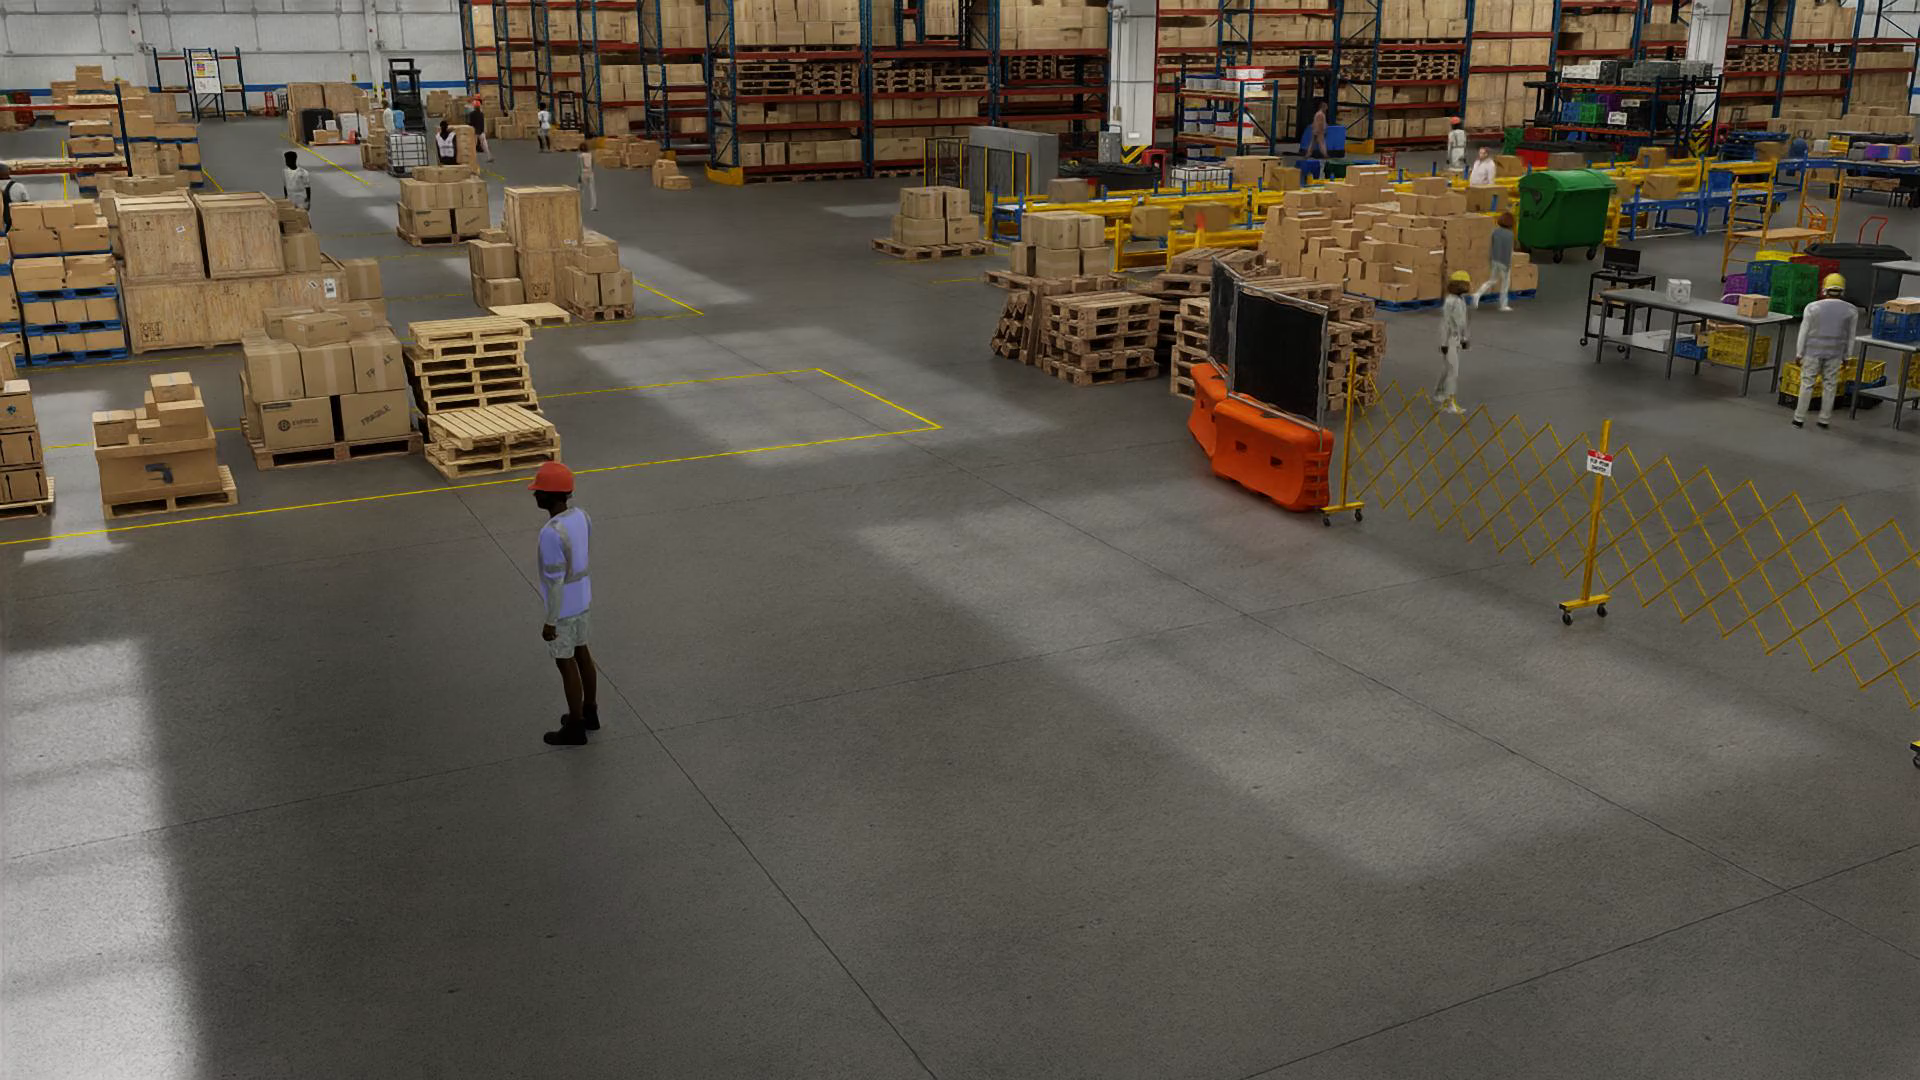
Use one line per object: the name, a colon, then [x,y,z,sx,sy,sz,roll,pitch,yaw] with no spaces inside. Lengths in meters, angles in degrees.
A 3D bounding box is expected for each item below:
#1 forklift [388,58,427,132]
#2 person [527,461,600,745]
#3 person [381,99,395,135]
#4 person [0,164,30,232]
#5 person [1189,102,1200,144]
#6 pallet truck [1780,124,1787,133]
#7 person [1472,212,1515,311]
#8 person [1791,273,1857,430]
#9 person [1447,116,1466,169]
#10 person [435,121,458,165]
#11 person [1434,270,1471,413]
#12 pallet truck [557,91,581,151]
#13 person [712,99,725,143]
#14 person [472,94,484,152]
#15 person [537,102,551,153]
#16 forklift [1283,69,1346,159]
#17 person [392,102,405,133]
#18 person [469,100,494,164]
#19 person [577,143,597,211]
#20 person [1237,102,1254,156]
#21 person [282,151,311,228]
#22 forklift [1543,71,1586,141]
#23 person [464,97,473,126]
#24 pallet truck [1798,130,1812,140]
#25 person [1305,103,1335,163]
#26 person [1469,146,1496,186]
forklift: [-21.809,-17.459,65.263,1.129,2.768,1.873,-9,20,-26]
person: [-2.635,0.417,11.045,0.349,1.940,0.551,4,18,11]
person: [-18.267,-13.105,53.210,0.356,1.936,0.635,-5,19,-16]
person: [-17.521,-5.958,30.763,0.755,2.000,0.768,-8,19,-24]
person: [7.692,-13.521,54.802,0.543,1.749,0.436,-13,22,-35]
pallet truck: [25.206,-12.542,52.601,1.601,1.201,0.680,0,18,-2]
person: [8.690,-4.497,26.914,0.646,1.618,0.502,-8,19,-23]
person: [10.038,-2.181,19.345,0.598,1.826,0.403,4,18,13]
person: [13.174,-10.134,43.840,0.616,2.013,0.807,-15,23,-39]
person: [-13.617,-10.194,44.250,0.586,1.878,1.001,0,18,-1]
person: [6.053,-2.445,20.366,0.555,1.698,0.577,13,22,34]
pallet truck: [-13.495,-14.412,57.188,0.823,1.965,1.885,-3,18,-9]
person: [-8.222,-14.442,57.462,1.020,1.884,0.655,-14,23,-37]
person: [-16.356,-14.171,56.558,0.388,1.930,0.541,1,18,2]
person: [-14.093,-13.907,56.111,0.572,1.679,0.543,10,20,28]
forklift: [11.615,-13.871,54.079,1.129,2.768,1.873,-9,20,-27]
person: [-19.015,-13.974,56.309,0.317,1.696,0.537,12,21,32]
person: [-15.229,-12.882,52.503,1.039,1.947,0.634,11,21,32]
person: [-9.147,-8.830,40.406,0.806,1.599,0.542,15,23,38]
person: [8.913,-12.723,52.051,0.554,1.918,0.605,2,18,5]
person: [-13.545,-6.959,34.005,0.609,1.963,0.369,5,18,15]
forklift: [18.685,-13.231,52.085,1.873,2.768,1.129,-9,20,-26]
person: [-17.770,-15.325,60.636,0.525,1.629,0.463,-10,20,-29]
pallet truck: [25.526,-11.556,49.408,1.630,1.274,0.653,-9,20,-26]
person: [11.465,-12.929,52.793,0.983,1.853,0.636,0,18,1]
person: [11.393,-7.639,36.269,0.861,1.882,0.647,-6,19,-18]
